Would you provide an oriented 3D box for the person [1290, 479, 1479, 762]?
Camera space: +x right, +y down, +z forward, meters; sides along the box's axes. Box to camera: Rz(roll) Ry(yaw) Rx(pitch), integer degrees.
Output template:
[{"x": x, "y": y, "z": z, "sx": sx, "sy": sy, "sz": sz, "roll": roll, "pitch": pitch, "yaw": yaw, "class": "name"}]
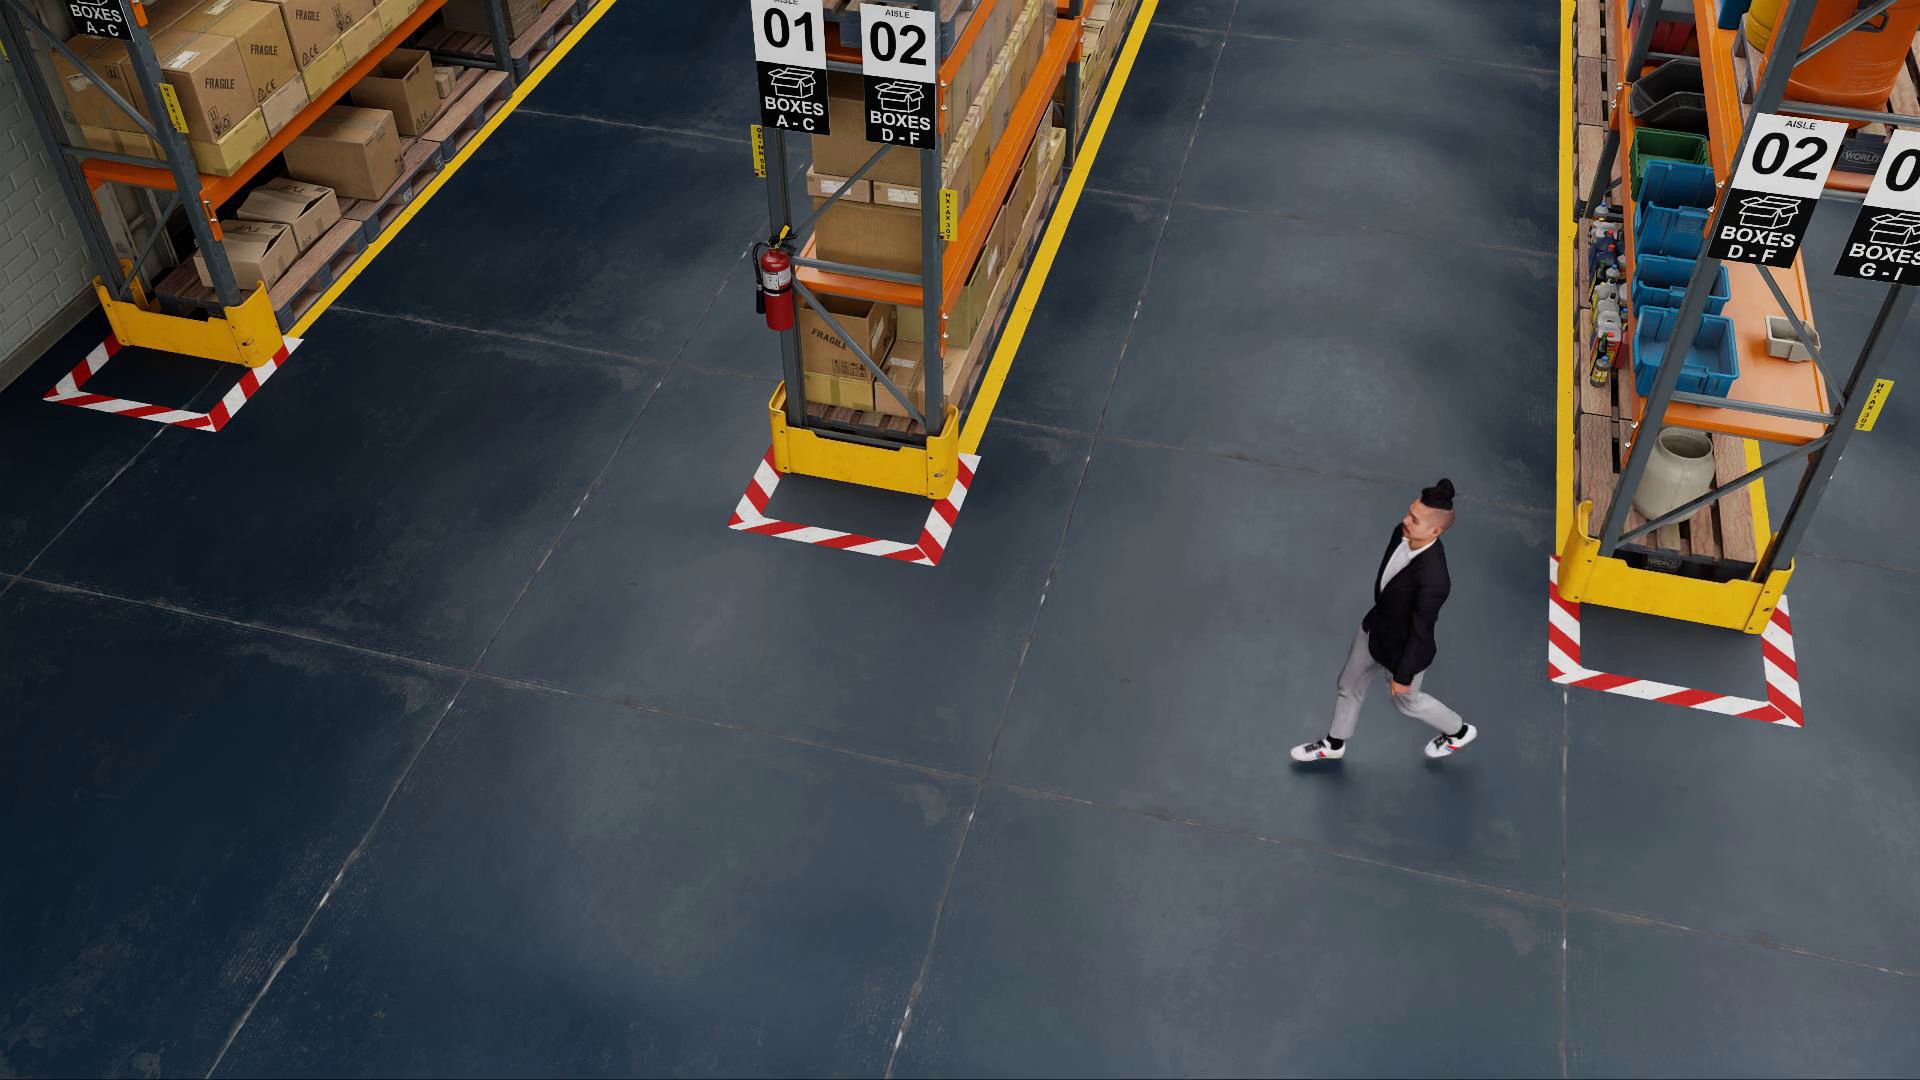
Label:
[{"x": 2.292, "y": 0.476, "z": 8.326, "sx": 1.066, "sy": 1.919, "sz": 1.242, "roll": -5, "pitch": 43, "yaw": -5, "class": "person"}]
